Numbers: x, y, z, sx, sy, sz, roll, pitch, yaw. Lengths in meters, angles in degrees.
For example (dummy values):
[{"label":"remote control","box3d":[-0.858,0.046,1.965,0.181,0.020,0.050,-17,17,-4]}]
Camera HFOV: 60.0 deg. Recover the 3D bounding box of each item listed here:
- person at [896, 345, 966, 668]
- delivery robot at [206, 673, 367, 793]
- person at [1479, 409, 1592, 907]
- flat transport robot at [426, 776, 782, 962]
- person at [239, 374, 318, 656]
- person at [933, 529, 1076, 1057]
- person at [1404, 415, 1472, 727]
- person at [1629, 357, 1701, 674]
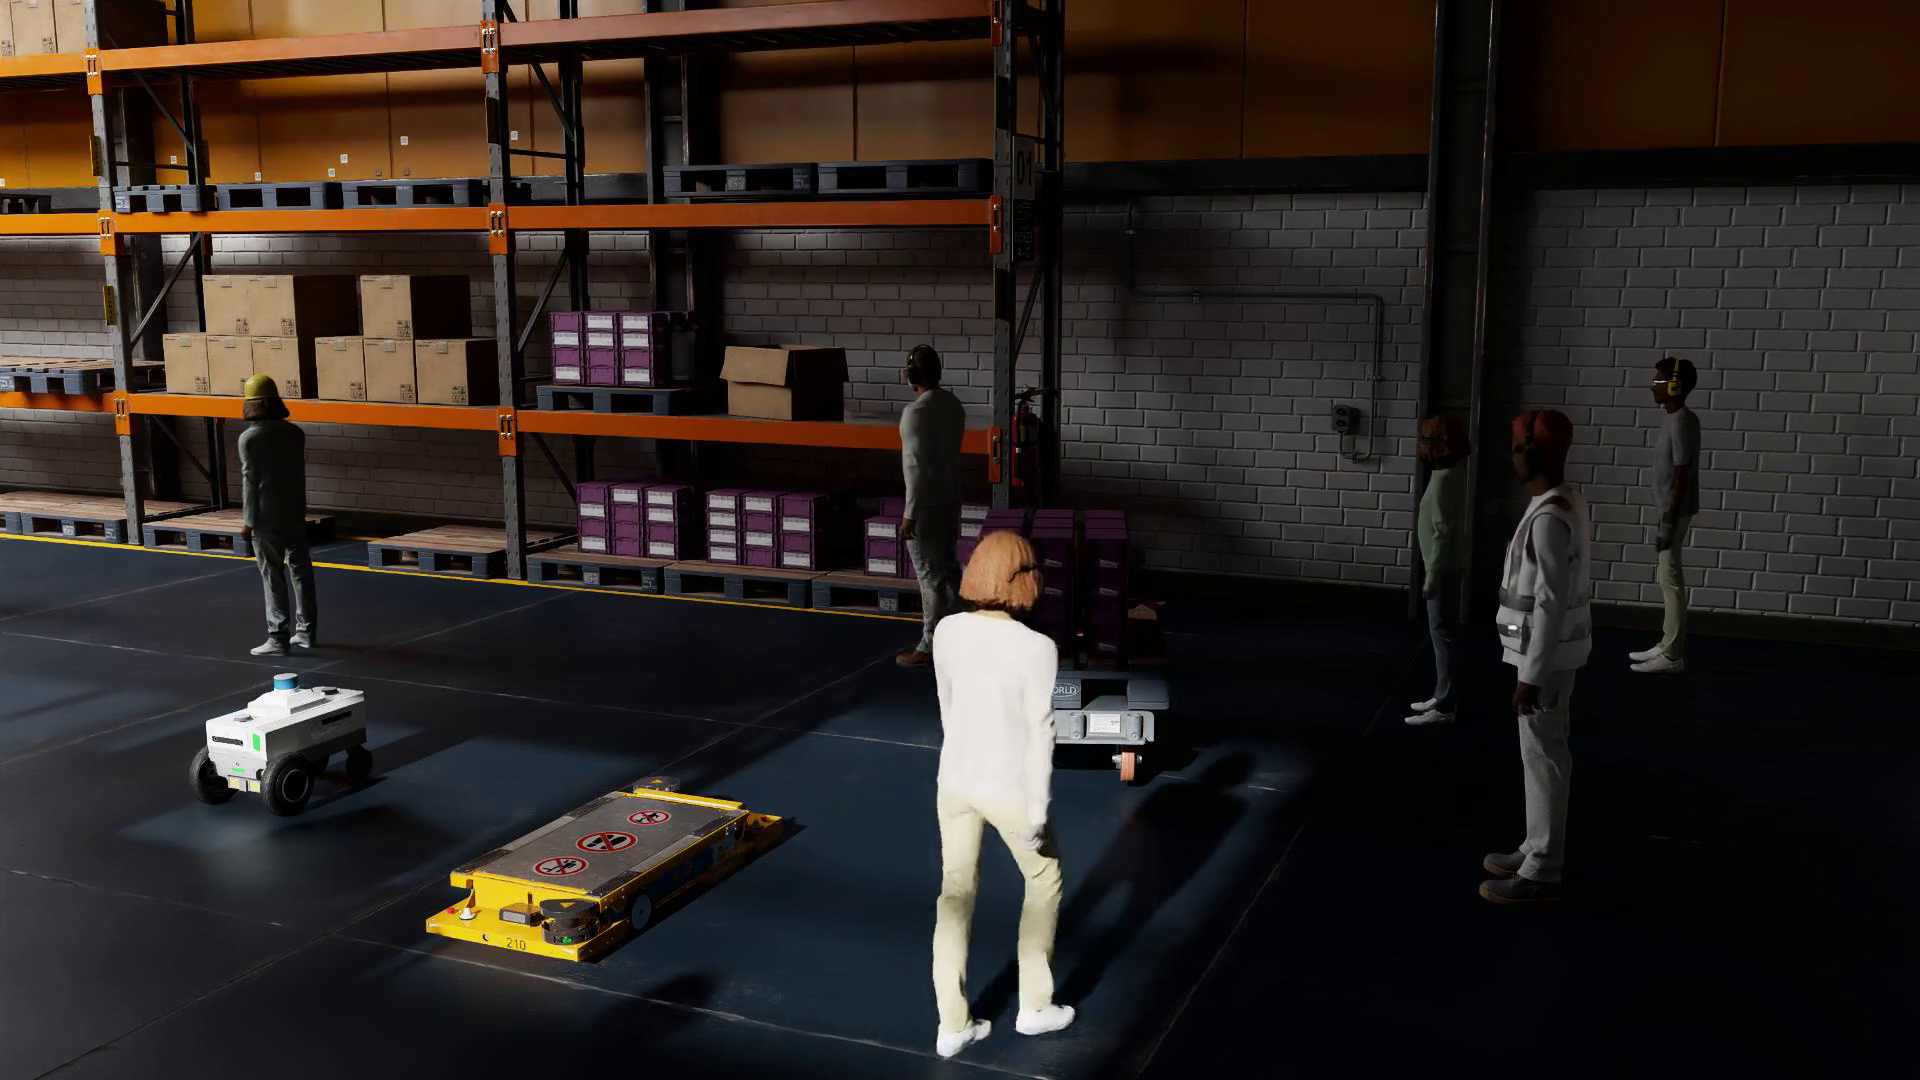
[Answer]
[{"label":"person","box3d":[-0.181,-0.196,9.968,0.374,1.936,0.627,4,10,24]},{"label":"delivery robot","box3d":[-3.044,0.849,7.548,0.477,0.478,0.707,4,10,23]},{"label":"person","box3d":[2.190,0.443,6.284,0.357,1.885,0.573,4,10,24]},{"label":"flat transport robot","box3d":[-1.319,1.227,6.414,0.652,0.197,1.431,4,10,23]},{"label":"person","box3d":[-4.249,-0.151,10.286,0.313,1.738,0.483,4,10,24]},{"label":"person","box3d":[0.140,0.768,5.138,0.505,1.613,0.609,7,12,37]},{"label":"person","box3d":[2.513,0.162,8.718,0.282,1.634,0.498,4,10,24]},{"label":"person","box3d":[4.183,-0.141,9.826,0.331,1.874,0.519,4,10,24]}]
